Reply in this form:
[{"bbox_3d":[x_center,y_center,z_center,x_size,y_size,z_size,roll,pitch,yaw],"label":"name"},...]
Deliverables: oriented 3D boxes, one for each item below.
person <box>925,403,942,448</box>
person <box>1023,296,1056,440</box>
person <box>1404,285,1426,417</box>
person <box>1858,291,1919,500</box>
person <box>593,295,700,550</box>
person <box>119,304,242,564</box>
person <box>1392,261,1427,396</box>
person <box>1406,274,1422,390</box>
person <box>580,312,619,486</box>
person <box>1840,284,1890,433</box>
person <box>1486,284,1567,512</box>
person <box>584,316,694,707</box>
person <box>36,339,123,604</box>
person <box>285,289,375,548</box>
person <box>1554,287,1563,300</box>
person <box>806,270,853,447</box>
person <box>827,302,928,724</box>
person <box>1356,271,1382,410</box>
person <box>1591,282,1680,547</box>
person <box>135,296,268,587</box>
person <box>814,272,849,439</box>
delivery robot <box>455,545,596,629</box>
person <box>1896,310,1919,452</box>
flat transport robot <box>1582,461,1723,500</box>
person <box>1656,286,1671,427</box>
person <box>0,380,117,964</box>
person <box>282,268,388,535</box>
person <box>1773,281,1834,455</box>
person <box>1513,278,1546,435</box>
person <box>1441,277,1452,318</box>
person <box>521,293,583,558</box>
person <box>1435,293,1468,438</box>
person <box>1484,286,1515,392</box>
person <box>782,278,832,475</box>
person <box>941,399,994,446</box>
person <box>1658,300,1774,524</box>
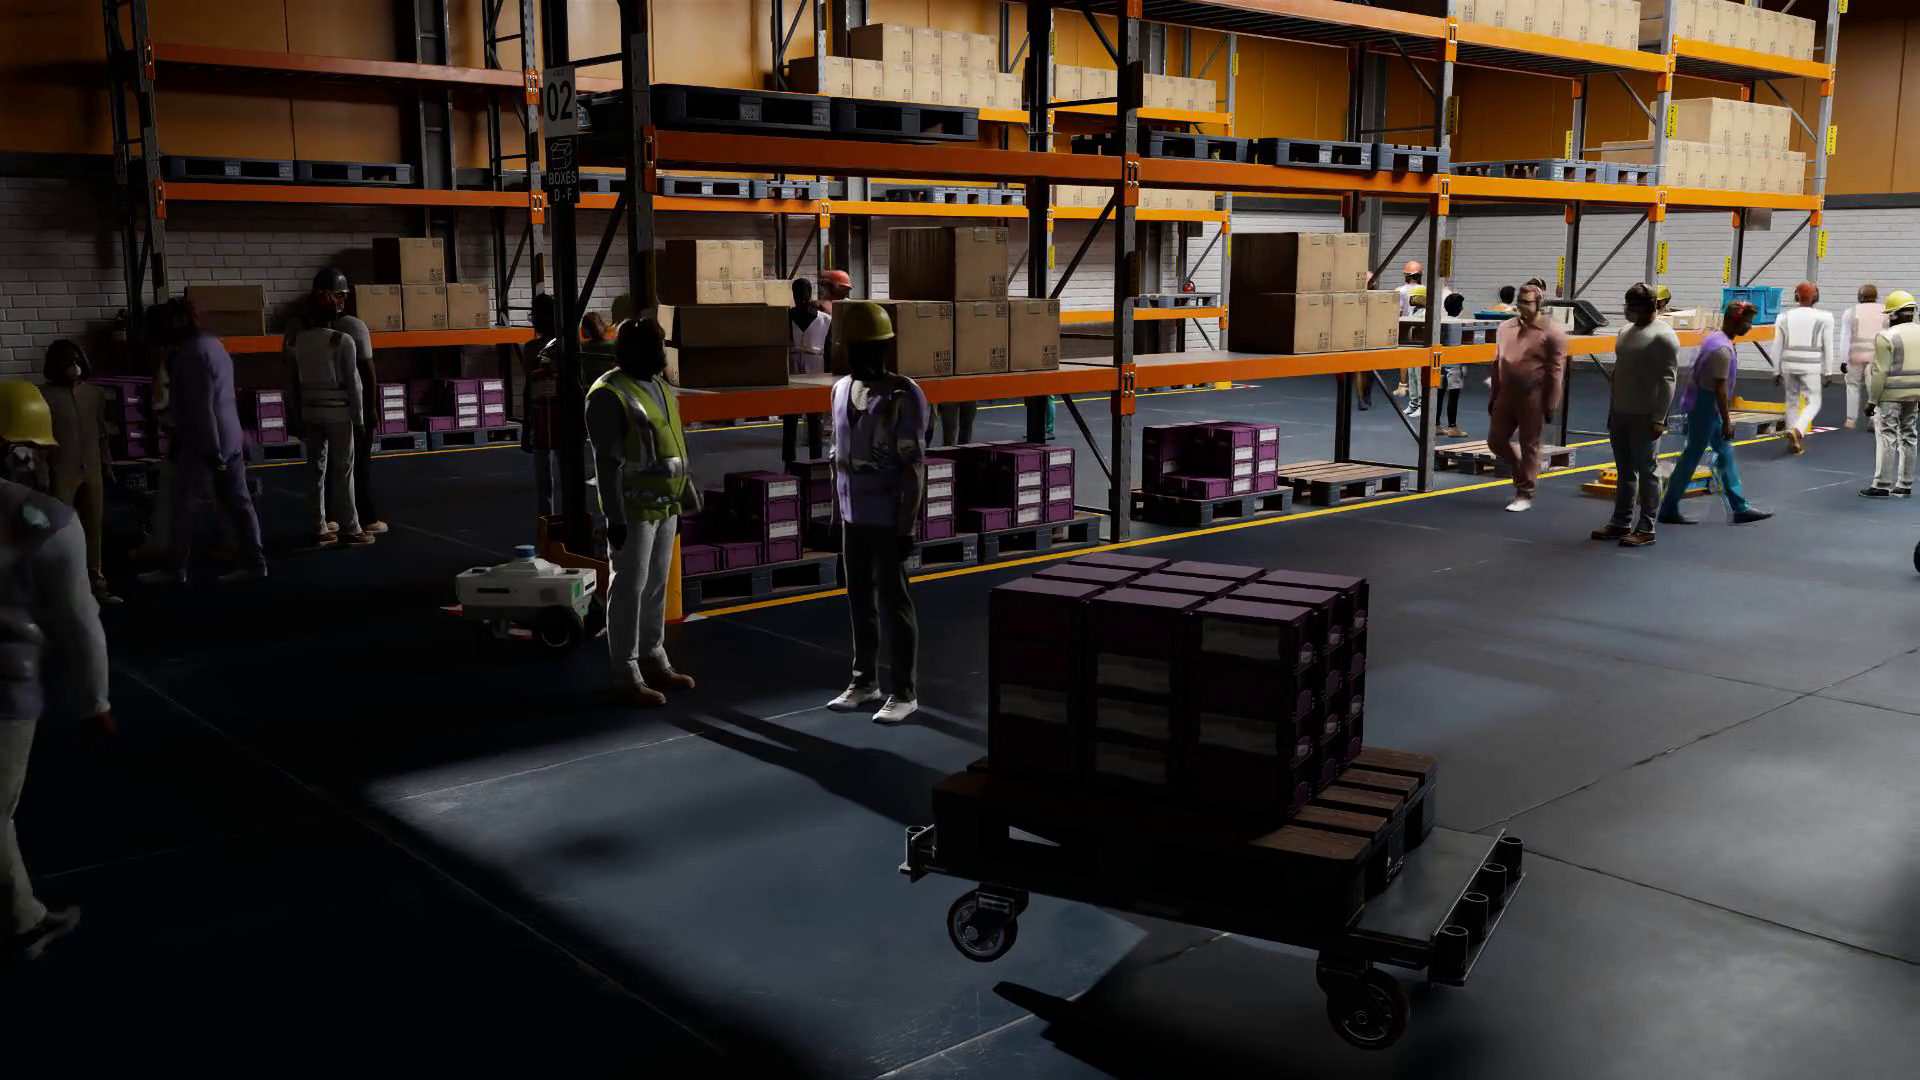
[{"bbox_3d":[-0.270,-1.265,14.283,0.384,1.927,0.544,3,10,18],"label":"person"},{"bbox_3d":[0.920,-2.030,19.234,0.327,1.765,0.528,-4,10,-21],"label":"person"},{"bbox_3d":[6.043,-2.501,22.053,0.306,1.743,0.494,-2,10,-11],"label":"person"},{"bbox_3d":[8.183,-1.259,14.553,0.589,1.822,0.403,-3,10,-16],"label":"person"},{"bbox_3d":[-2.267,-0.816,11.893,1.006,1.838,0.665,2,10,9],"label":"person"},{"bbox_3d":[-5.390,-0.713,11.430,0.889,1.786,0.643,-7,12,-34],"label":"person"},{"bbox_3d":[6.850,-3.203,25.275,0.612,2.047,0.361,-2,10,-9],"label":"person"},{"bbox_3d":[7.228,-3.352,26.402,0.383,1.959,0.600,1,10,3],"label":"person"},{"bbox_3d":[-3.412,-1.298,15.399,0.524,1.606,0.660,6,12,34],"label":"person"},{"bbox_3d":[11.045,-2.216,20.239,0.630,1.805,0.931,3,10,16],"label":"person"},{"bbox_3d":[4.699,-1.180,13.868,0.454,1.892,0.672,-7,12,-37],"label":"person"},{"bbox_3d":[-1.510,-0.141,7.952,0.429,1.842,0.629,3,10,17],"label":"person"},{"bbox_3d":[-5.318,-0.387,9.992,0.277,1.633,0.507,5,11,26],"label":"person"},{"bbox_3d":[-4.606,-0.877,12.137,0.572,1.883,0.358,2,10,14],"label":"person"},{"bbox_3d":[10.687,-3.743,29.611,0.306,1.645,0.522,-1,10,-4],"label":"person"},{"bbox_3d":[-1.342,-2.001,18.475,0.843,1.953,0.696,2,10,9],"label":"person"},{"bbox_3d":[-0.403,-0.125,7.629,0.381,1.918,0.585,-10,14,-44],"label":"person"},{"bbox_3d":[5.638,-2.761,23.049,0.566,1.922,0.472,0,10,0],"label":"person"},{"bbox_3d":[4.983,-0.919,12.236,0.372,1.934,0.627,-3,10,-14],"label":"person"},{"bbox_3d":[-4.957,-0.627,10.742,0.888,1.862,0.639,-1,10,-4],"label":"person"},{"bbox_3d":[-1.456,-2.110,19.191,0.635,1.937,0.352,8,12,38],"label":"person"},{"bbox_3d":[-2.352,0.273,9.014,0.707,0.478,0.477,1,10,4],"label":"delivery robot"},{"bbox_3d":[10.411,-1.748,17.981,0.512,1.631,0.309,4,10,21],"label":"person"},{"bbox_3d":[6.268,-0.540,14.874,1.431,0.197,0.652,-7,12,-37],"label":"flat transport robot"},{"bbox_3d":[8.712,-2.294,20.799,0.327,1.760,0.523,-8,13,-40],"label":"person"},{"bbox_3d":[-2.771,0.440,4.768,0.606,1.766,0.858,1,10,4],"label":"person"},{"bbox_3d":[-4.726,-1.046,12.663,0.675,2.000,0.536,1,10,7],"label":"person"},{"bbox_3d":[8.894,-1.802,17.596,0.591,1.864,0.694,9,13,42],"label":"person"},{"bbox_3d":[6.782,-2.154,19.668,0.334,1.865,0.517,-9,13,-43],"label":"person"},{"bbox_3d":[7.372,-3.163,25.591,0.403,1.865,0.680,1,10,5],"label":"person"},{"bbox_3d":[-2.842,-0.773,11.564,0.514,1.872,0.328,4,10,22],"label":"person"},{"bbox_3d":[5.763,-2.049,19.542,0.318,1.697,0.533,-5,11,-26],"label":"person"},{"bbox_3d":[8.142,-2.998,25.121,0.442,1.681,0.544,-3,10,-19],"label":"person"},{"bbox_3d":[-1.497,-1.524,15.822,0.594,1.917,0.387,-1,10,-8],"label":"person"},{"bbox_3d":[0.040,-1.461,15.761,0.624,1.805,0.735,-2,10,-11],"label":"person"},{"bbox_3d":[5.971,-0.976,13.005,0.918,1.778,0.642,4,11,24],"label":"person"}]
